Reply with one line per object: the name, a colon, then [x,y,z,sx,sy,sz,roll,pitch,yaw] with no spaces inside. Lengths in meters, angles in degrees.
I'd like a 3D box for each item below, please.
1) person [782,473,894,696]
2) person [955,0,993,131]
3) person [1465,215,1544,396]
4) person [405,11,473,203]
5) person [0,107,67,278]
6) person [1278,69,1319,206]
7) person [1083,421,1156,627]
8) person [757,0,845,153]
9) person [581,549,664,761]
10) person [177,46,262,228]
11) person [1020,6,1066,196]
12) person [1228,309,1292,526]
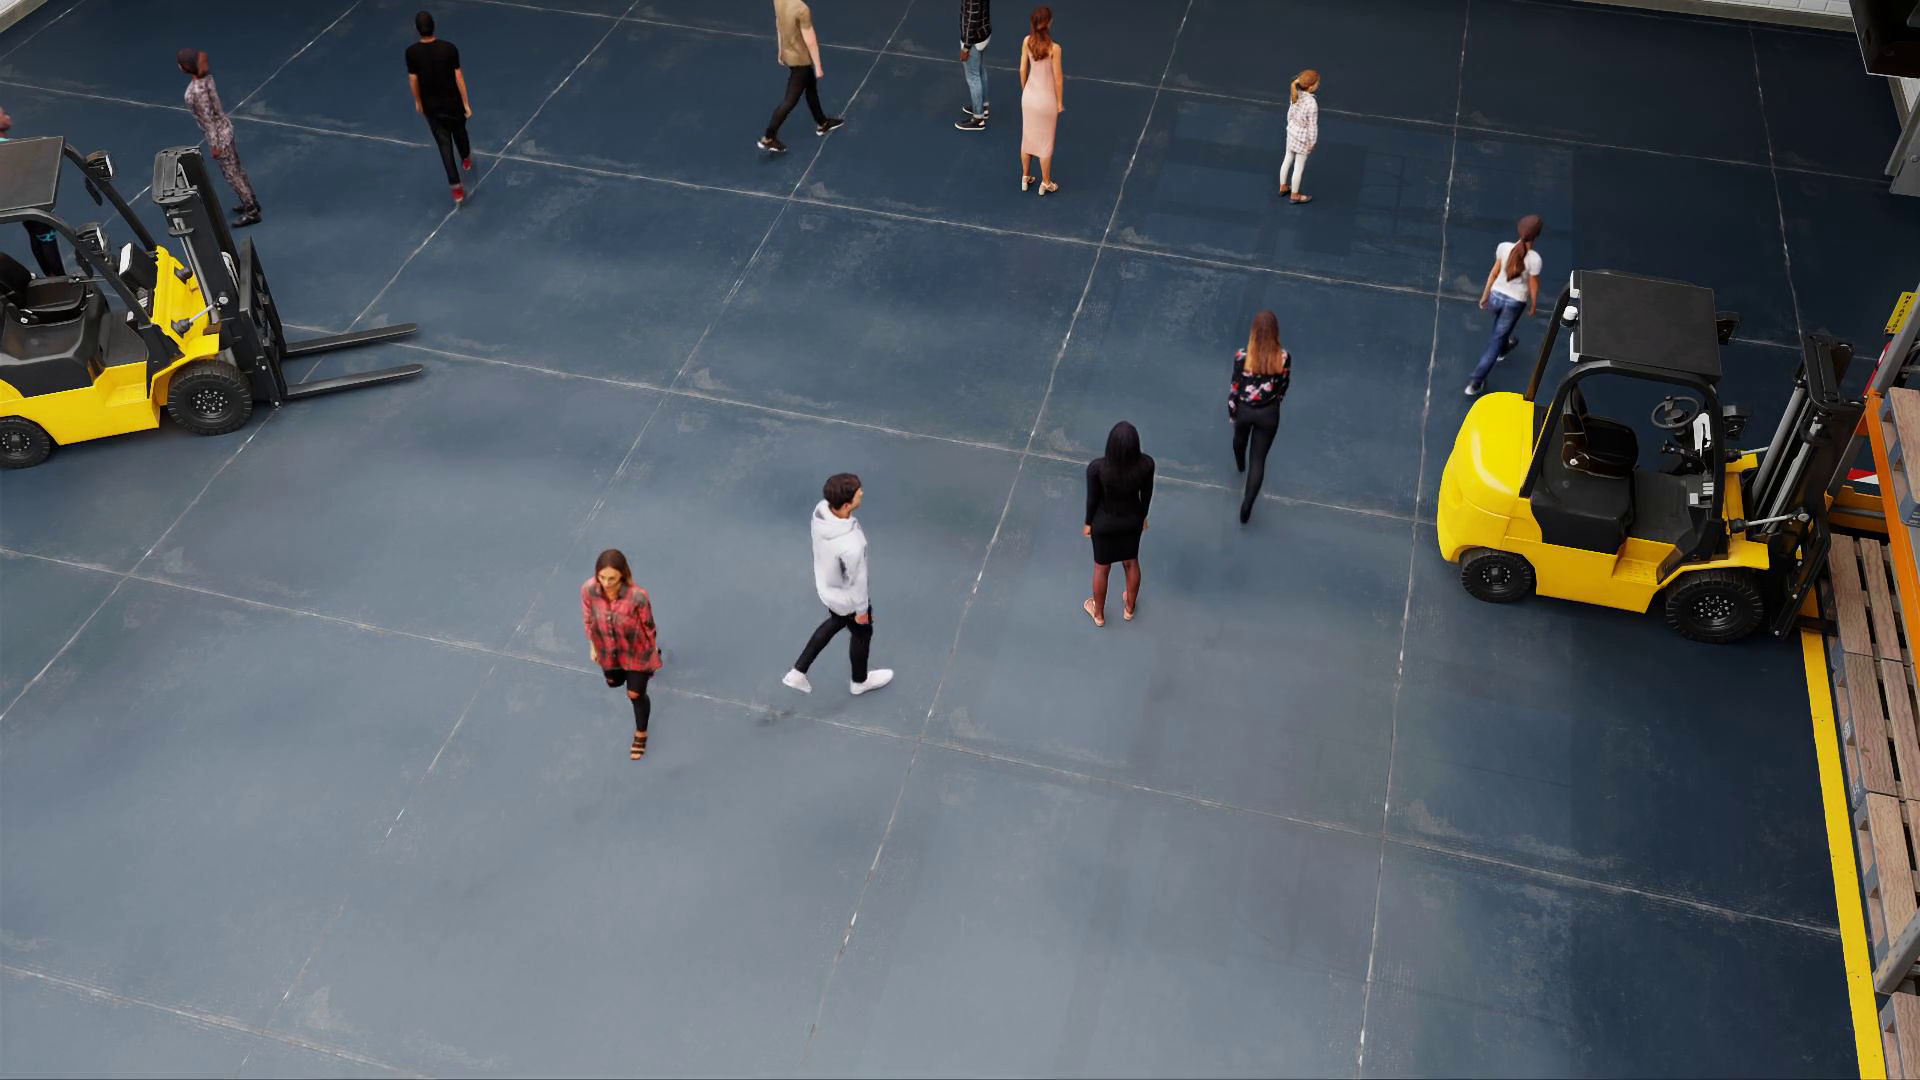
person: [-0.823,0.343,10.544,1.114,1.909,1.037,-23,48,-22]
person: [0.161,-4.857,16.065,0.708,1.821,0.475,11,45,11]
person: [4.277,-1.829,13.106,1.123,1.519,0.924,-32,52,-29]
person: [-4.712,-3.918,15.156,1.004,1.715,1.217,-10,44,-10]
person: [-7.805,-2.812,13.927,0.684,1.811,0.671,32,52,29]
person: [3.106,-3.704,15.225,0.681,1.312,0.617,-19,47,-19]
person: [1.050,-0.121,11.168,0.677,1.720,0.649,-8,44,-8]
person: [-1.614,-4.512,15.711,1.306,1.810,1.187,-25,49,-24]
person: [-2.074,0.613,10.427,0.595,1.680,0.902,10,45,10]
person: [-6.602,-3.601,14.825,0.719,1.714,0.617,-10,44,-10]
person: [0.727,-4.001,15.160,0.651,1.831,0.626,26,49,25]
person: [2.139,-0.854,12.001,0.587,1.631,1.091,8,44,8]
